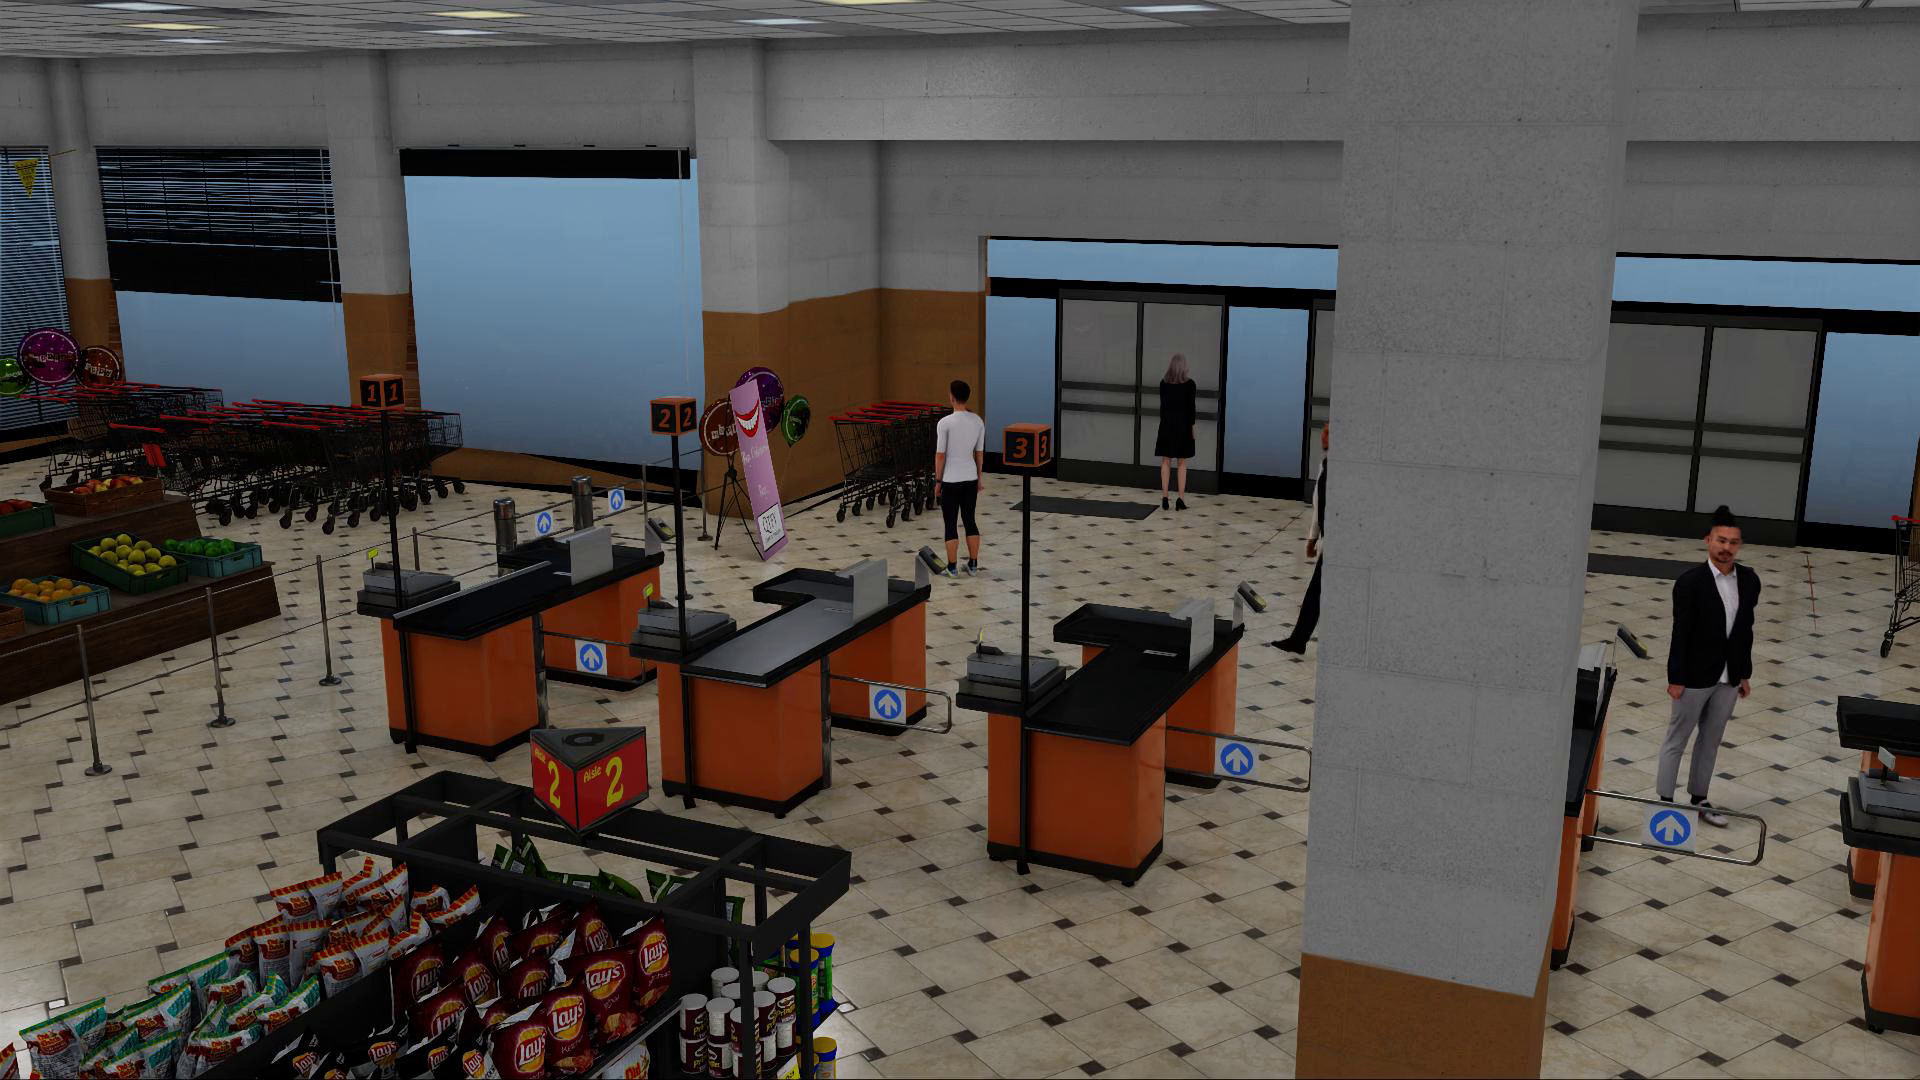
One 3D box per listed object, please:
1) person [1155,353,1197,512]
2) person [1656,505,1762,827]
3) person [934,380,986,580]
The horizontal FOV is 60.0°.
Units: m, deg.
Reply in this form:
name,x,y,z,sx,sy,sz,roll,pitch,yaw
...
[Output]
name,x,y,z,sx,sy,sz,roll,pitch,yaw
person,2.384,-1.198,18.338,0.631,1.745,0.609,4,14,16
person,4.430,0.748,9.870,0.794,1.955,0.810,-2,14,-10
person,0.000,-0.568,15.522,0.696,1.848,0.800,-8,16,-31
